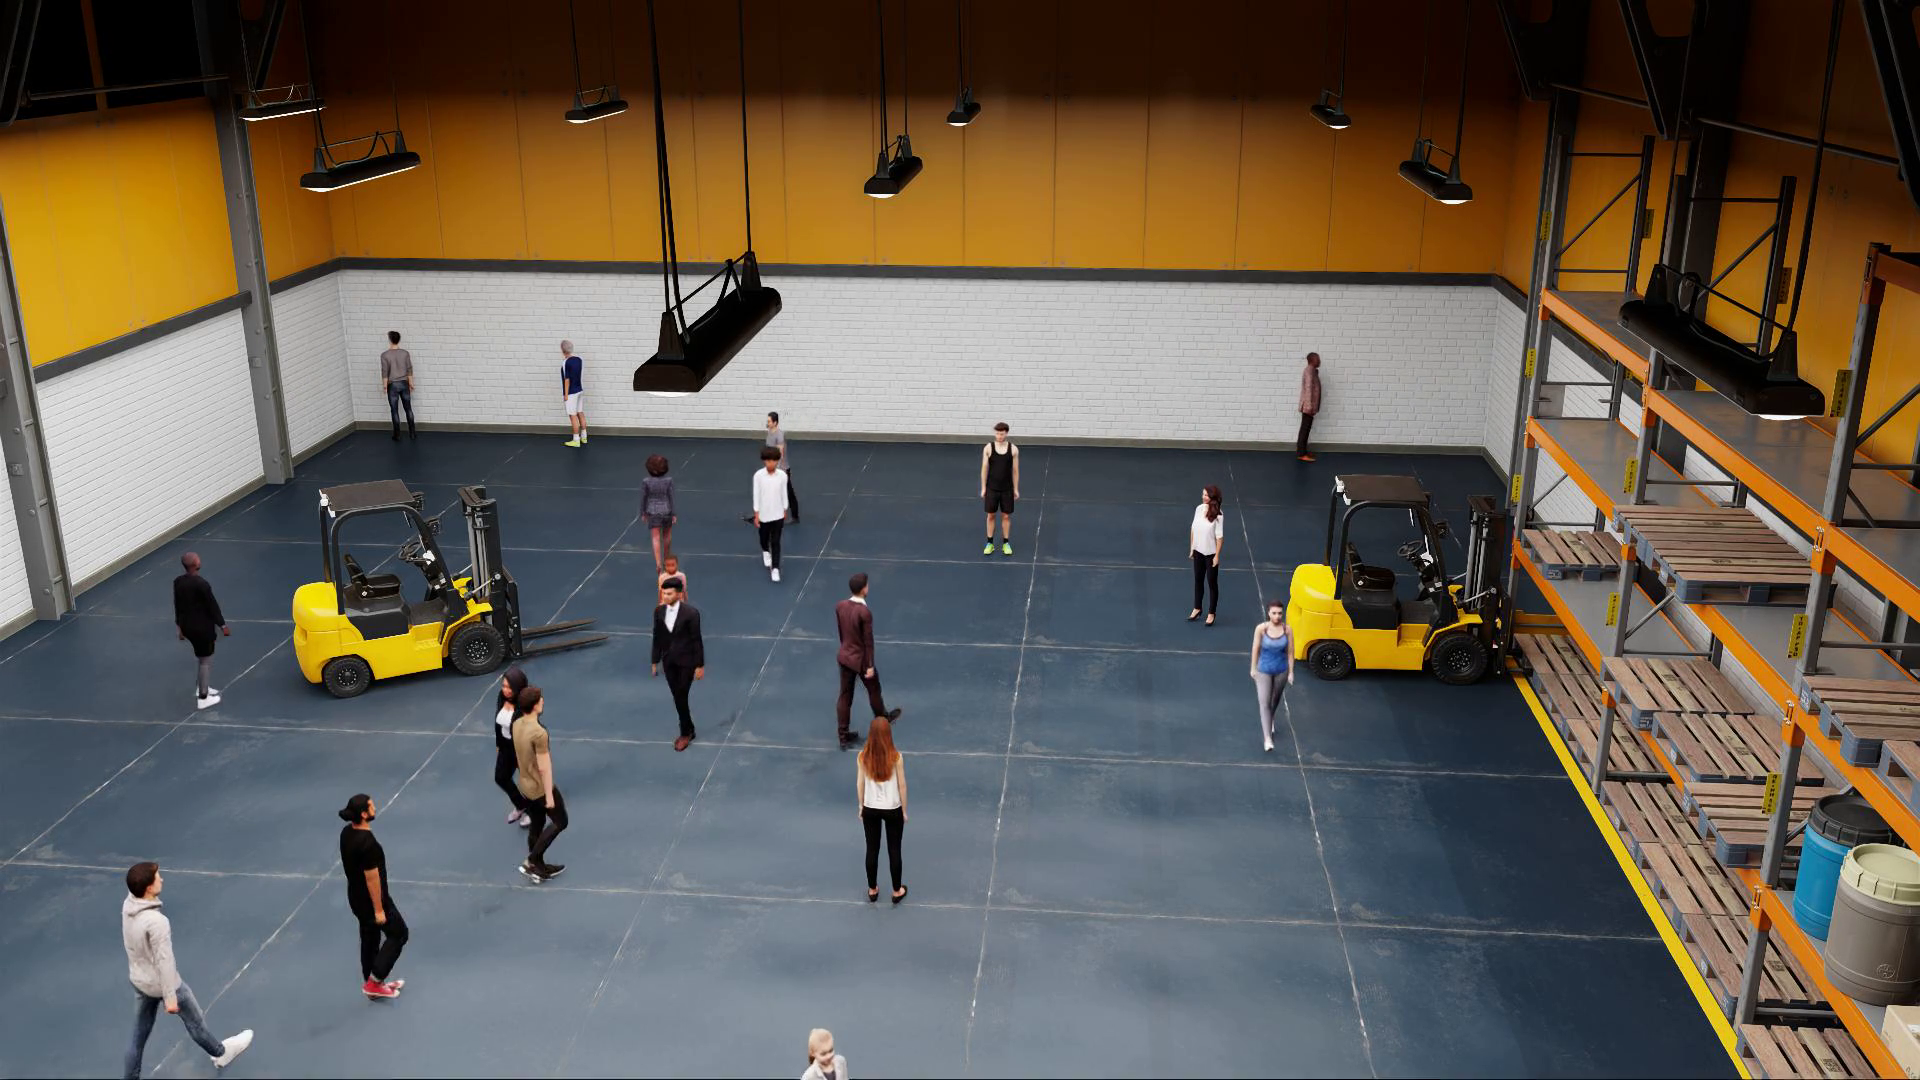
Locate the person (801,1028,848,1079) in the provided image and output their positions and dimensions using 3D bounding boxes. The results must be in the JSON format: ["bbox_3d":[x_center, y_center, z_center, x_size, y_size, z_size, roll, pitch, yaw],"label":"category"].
[{"bbox_3d":[-0.899,3.719,10.834,0.640,1.266,0.699,-14,23,-36],"label":"person"}]

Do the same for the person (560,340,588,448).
[{"bbox_3d":[-6.619,-2.519,28.473,0.749,1.832,0.582,7,20,19],"label":"person"}]

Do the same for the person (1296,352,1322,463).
[{"bbox_3d":[5.789,-2.240,27.682,0.774,1.807,0.553,4,19,11],"label":"person"}]

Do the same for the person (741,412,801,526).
[{"bbox_3d":[-2.571,-1.021,24.216,1.143,1.710,1.099,-14,23,-35],"label":"person"}]

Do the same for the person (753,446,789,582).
[{"bbox_3d":[-2.551,-0.388,22.222,0.806,1.783,1.163,-3,19,-8],"label":"person"}]

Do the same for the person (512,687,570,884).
[{"bbox_3d":[-3.763,2.179,14.505,0.908,1.843,0.851,-16,24,-39],"label":"person"}]

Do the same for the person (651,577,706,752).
[{"bbox_3d":[-2.852,1.239,17.259,0.837,1.867,0.830,9,21,26],"label":"person"}]

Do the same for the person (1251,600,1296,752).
[{"bbox_3d":[3.256,1.363,17.359,0.616,1.566,1.066,0,19,1],"label":"person"}]

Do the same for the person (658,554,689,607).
[{"bbox_3d":[-3.371,0.759,19.570,0.539,1.301,0.543,-1,19,-4],"label":"person"}]

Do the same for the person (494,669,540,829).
[{"bbox_3d":[-4.081,1.922,15.640,0.760,1.606,0.758,9,20,24],"label":"person"}]

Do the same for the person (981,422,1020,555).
[{"bbox_3d":[0.552,-0.736,23.085,0.699,1.891,0.599,0,19,0],"label":"person"}]

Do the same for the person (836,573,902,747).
[{"bbox_3d":[-1.127,1.269,17.223,1.052,1.833,1.212,13,22,33],"label":"person"}]

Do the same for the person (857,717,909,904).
[{"bbox_3d":[-0.663,2.316,14.288,0.587,1.721,0.512,3,19,9],"label":"person"}]

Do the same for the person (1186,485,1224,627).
[{"bbox_3d":[3.051,0.175,20.529,0.726,1.795,0.677,-16,25,-40],"label":"person"}]

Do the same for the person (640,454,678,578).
[{"bbox_3d":[-3.993,-0.282,22.086,0.801,1.668,1.089,-3,19,-10],"label":"person"}]

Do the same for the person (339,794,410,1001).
[{"bbox_3d":[-4.618,2.795,12.818,0.825,1.753,0.771,-16,24,-39],"label":"person"}]

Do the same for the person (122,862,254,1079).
[{"bbox_3d":[-5.732,3.150,11.672,1.098,1.810,1.303,13,22,33],"label":"person"}]

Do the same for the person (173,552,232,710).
[{"bbox_3d":[-8.380,1.011,18.125,0.769,1.746,0.792,10,21,28],"label":"person"}]

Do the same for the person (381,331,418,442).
[{"bbox_3d":[-9.730,-2.675,28.810,0.785,1.911,0.805,-11,22,-30],"label":"person"}]
